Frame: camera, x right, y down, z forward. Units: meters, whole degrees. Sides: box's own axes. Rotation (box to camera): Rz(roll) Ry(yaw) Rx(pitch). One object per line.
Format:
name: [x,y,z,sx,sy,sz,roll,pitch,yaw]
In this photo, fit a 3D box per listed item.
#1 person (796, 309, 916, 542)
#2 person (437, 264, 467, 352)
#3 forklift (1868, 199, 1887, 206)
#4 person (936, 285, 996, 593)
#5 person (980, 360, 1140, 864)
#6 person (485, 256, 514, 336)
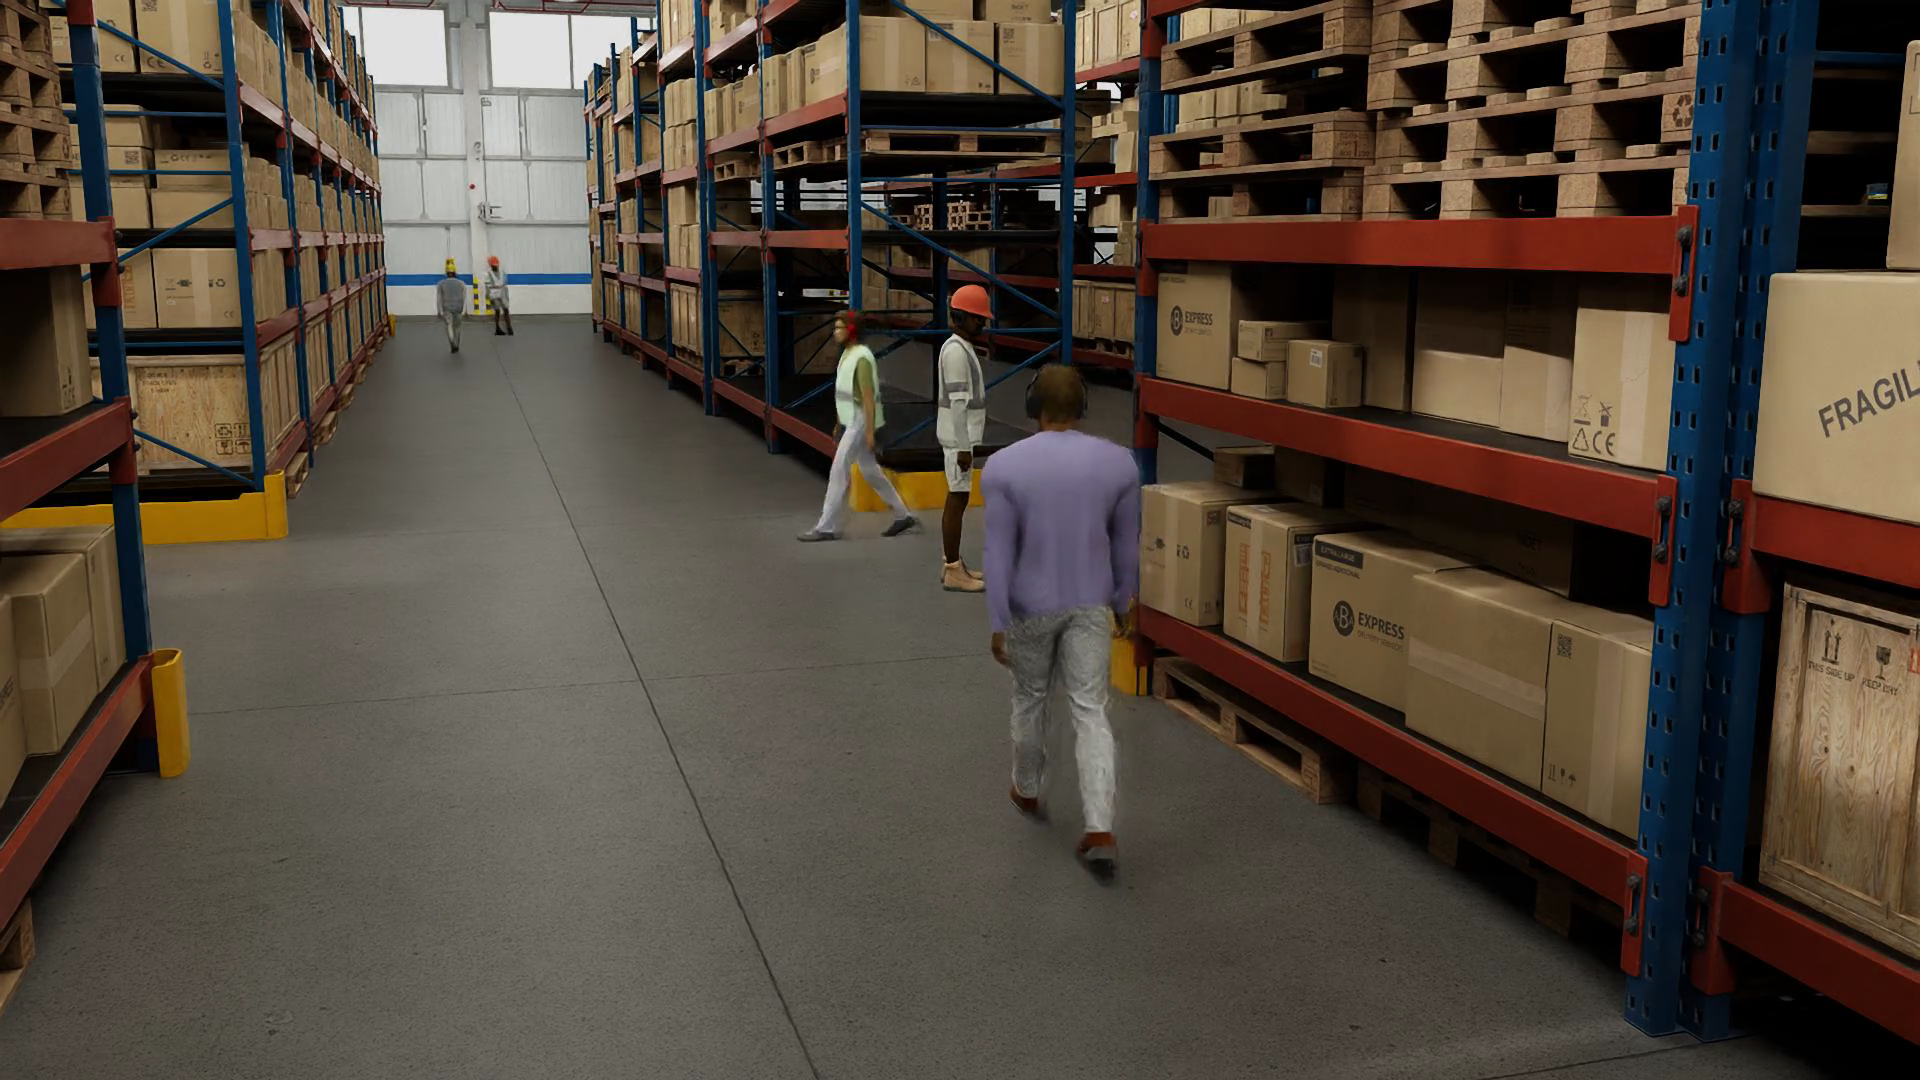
person: [-0.779,-0.889,12.910,0.951,1.804,0.586,-2,11,-13]
person: [-10.331,-4.718,33.870,0.600,1.807,0.728,-5,11,-23]
forklift: [11.338,-2.915,21.052,1.129,2.768,1.873,-3,11,-17]
person: [0.039,-0.673,11.084,0.392,2.033,0.605,0,10,0]
person: [0.391,0.261,6.380,0.639,1.895,1.027,-1,10,-8]
person: [-10.919,-5.786,39.519,0.641,1.880,0.824,-9,14,-42]
